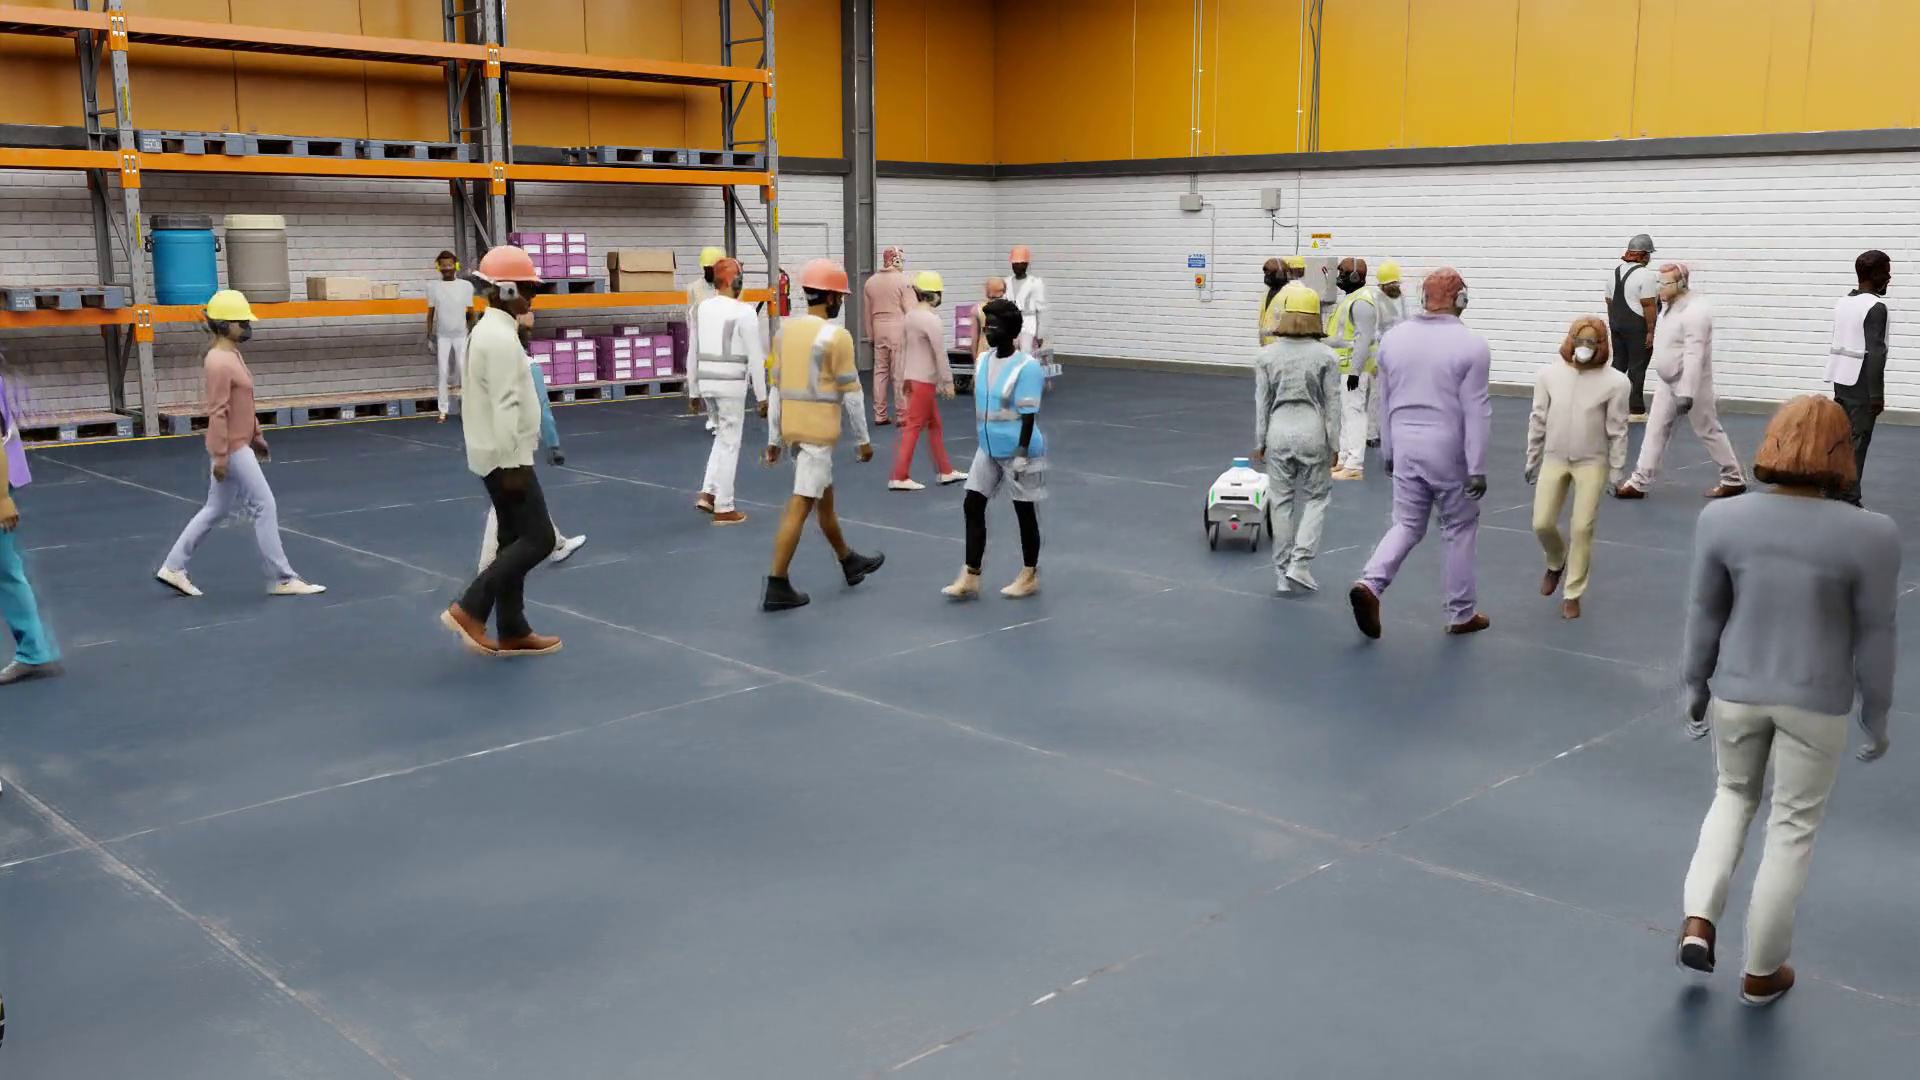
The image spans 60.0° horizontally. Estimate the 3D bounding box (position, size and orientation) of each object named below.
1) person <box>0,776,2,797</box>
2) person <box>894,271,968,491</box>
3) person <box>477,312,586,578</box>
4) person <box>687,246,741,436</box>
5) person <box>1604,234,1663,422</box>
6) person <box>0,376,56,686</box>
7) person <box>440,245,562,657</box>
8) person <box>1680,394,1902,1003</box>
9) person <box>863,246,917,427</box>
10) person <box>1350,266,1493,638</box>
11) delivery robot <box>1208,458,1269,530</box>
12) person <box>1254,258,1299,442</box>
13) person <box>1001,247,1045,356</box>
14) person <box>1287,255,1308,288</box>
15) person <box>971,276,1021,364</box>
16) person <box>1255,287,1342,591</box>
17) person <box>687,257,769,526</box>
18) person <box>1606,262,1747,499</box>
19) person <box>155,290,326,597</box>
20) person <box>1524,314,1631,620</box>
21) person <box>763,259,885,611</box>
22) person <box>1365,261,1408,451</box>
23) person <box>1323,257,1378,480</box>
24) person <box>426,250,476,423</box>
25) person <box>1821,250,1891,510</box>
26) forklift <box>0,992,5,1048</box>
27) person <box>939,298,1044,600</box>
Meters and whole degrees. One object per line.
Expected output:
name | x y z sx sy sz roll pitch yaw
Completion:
person | -3.628 0.019 5.750 0.369 1.927 0.589 2 11 11
person | -0.188 -1.261 13.241 0.831 1.727 0.542 -5 12 -26
person | -2.558 -0.565 9.850 0.529 1.588 0.882 10 14 43
person | -2.485 -2.005 16.832 0.596 1.908 0.444 3 11 14
person | 7.388 -2.312 18.149 0.539 2.000 0.689 -3 11 -17
person | -4.450 -0.210 7.287 0.804 1.812 0.597 -9 14 -39
person | -2.159 -0.388 7.847 0.520 1.974 0.627 -4 11 -21
person | 2.165 0.429 4.369 0.502 1.623 0.358 10 15 44
person | -0.699 -2.147 17.637 0.636 1.903 0.404 8 13 36
person | 2.341 -0.428 8.336 0.806 1.878 0.652 -9 14 -40
delivery robot | 1.847 -0.299 10.973 0.477 0.478 0.707 3 11 15
person | 3.245 -1.868 16.365 0.672 1.815 0.667 -2 11 -13
person | 0.657 -2.421 19.174 0.562 1.876 1.027 7 13 34
person | 4.289 -2.760 21.338 0.325 1.767 0.534 -4 11 -19
person | 0.362 -1.804 16.518 0.539 1.617 0.501 4 11 19
person | 1.904 -0.551 9.395 0.488 1.735 0.402 4 11 23
person | -1.626 -1.031 11.636 0.596 1.868 0.433 8 13 37
person | 5.566 -1.195 12.690 1.071 1.827 0.648 -1 10 -5
person | -4.088 -0.524 9.255 0.873 1.729 0.532 -4 11 -18
person | 3.288 -0.397 8.851 0.512 1.619 0.428 7 12 32
person | -0.728 -0.589 9.167 1.010 1.879 0.546 -10 14 -42
person | 4.019 -1.733 15.700 0.453 1.786 0.691 10 14 43
person | 3.232 -1.419 13.830 0.429 1.844 0.625 0 10 1
person | -5.489 -2.187 17.975 0.527 1.860 0.321 -2 11 -11
person | 6.367 -1.088 11.809 0.392 1.920 0.592 0 10 1
forklift | -3.245 0.323 3.363 2.313 2.155 1.214 2 11 13
person | 0.172 -0.474 9.106 0.707 1.668 0.557 -9 14 -40
